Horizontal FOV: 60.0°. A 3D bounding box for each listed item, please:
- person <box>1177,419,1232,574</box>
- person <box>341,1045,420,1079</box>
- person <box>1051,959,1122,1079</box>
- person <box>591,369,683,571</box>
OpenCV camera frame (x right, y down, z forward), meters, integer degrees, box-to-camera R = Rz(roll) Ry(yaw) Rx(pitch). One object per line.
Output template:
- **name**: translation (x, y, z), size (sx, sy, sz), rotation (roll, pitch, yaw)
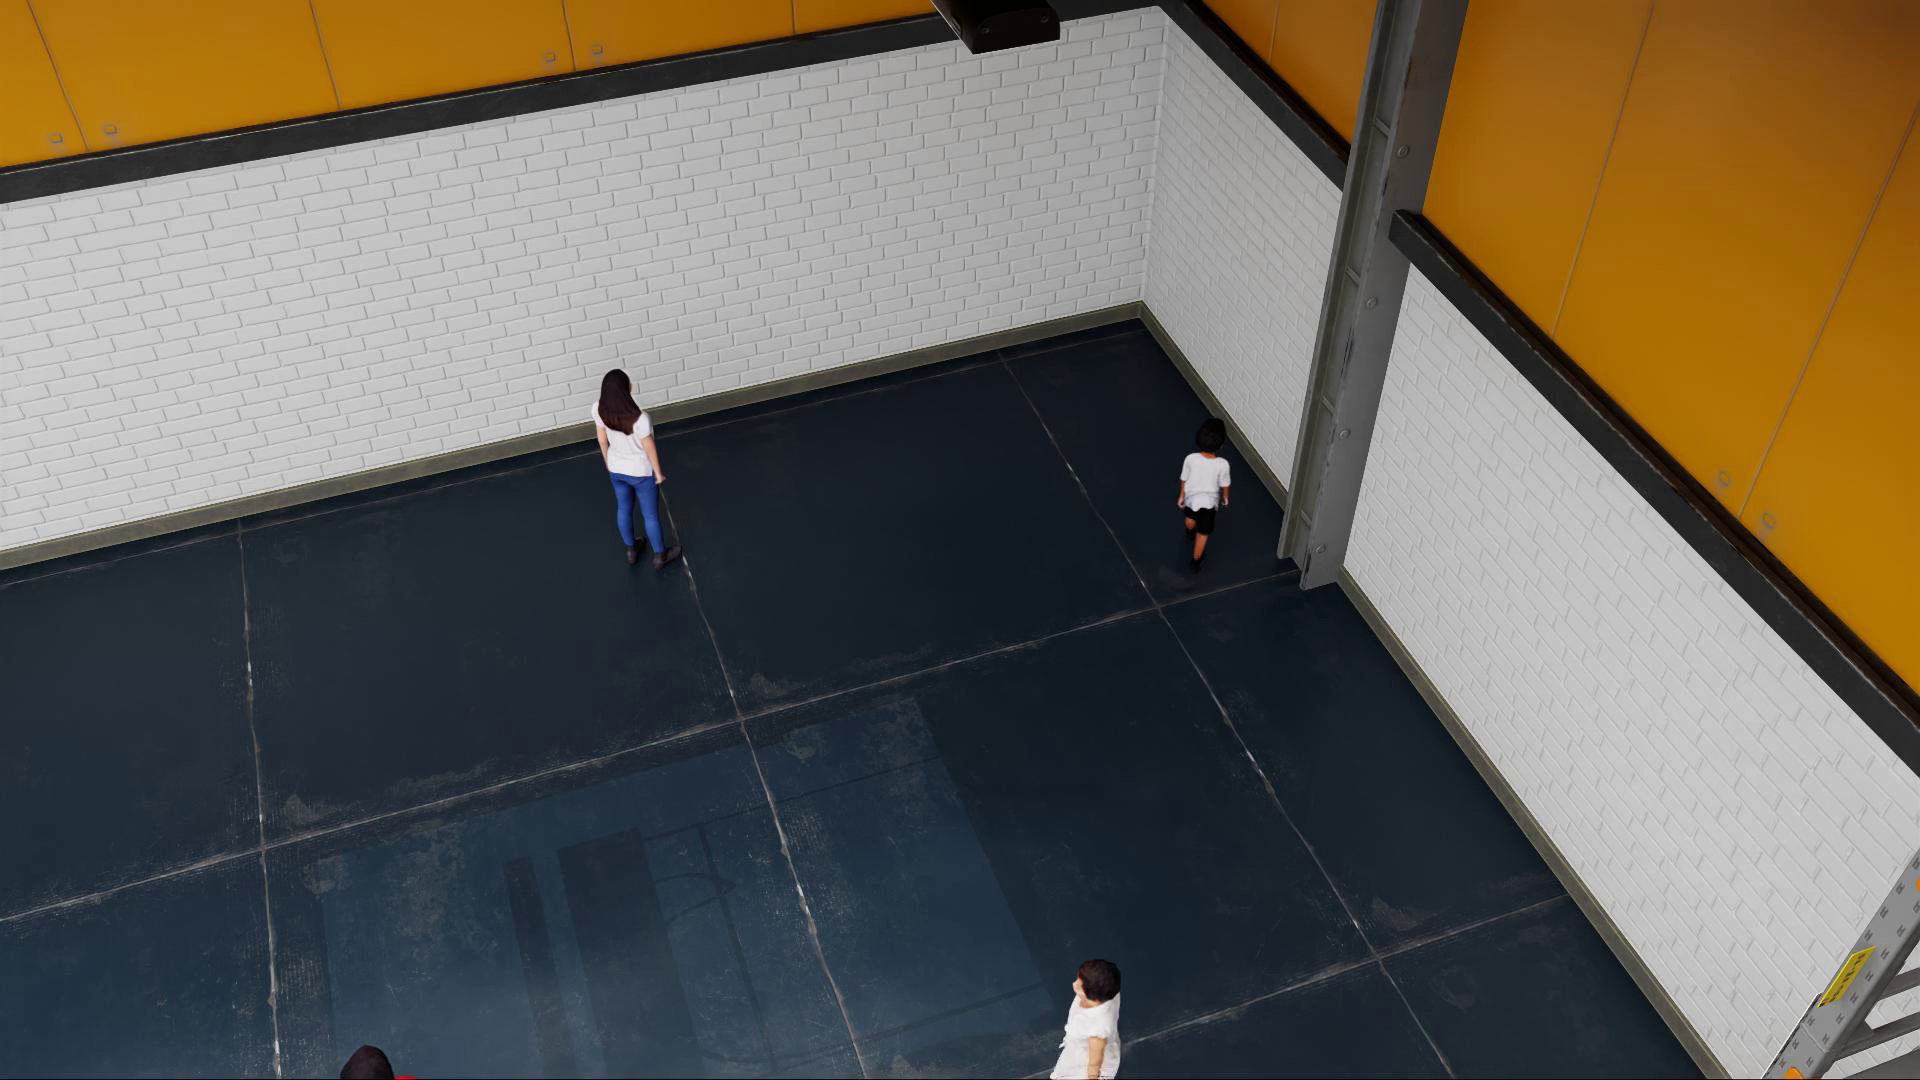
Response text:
- **person**: translation (1.669, -0.270, 11.504), size (0.731, 1.241, 0.826), rotation (11, 45, 12)
- **person**: translation (-2.592, 2.881, 7.833), size (0.578, 1.744, 0.512), rotation (-11, 45, -11)
- **person**: translation (0.737, 2.574, 8.304), size (0.833, 1.539, 0.857), rotation (5, 44, 6)
- **person**: translation (-2.245, -0.466, 11.389), size (0.674, 1.684, 0.729), rotation (17, 46, 17)
